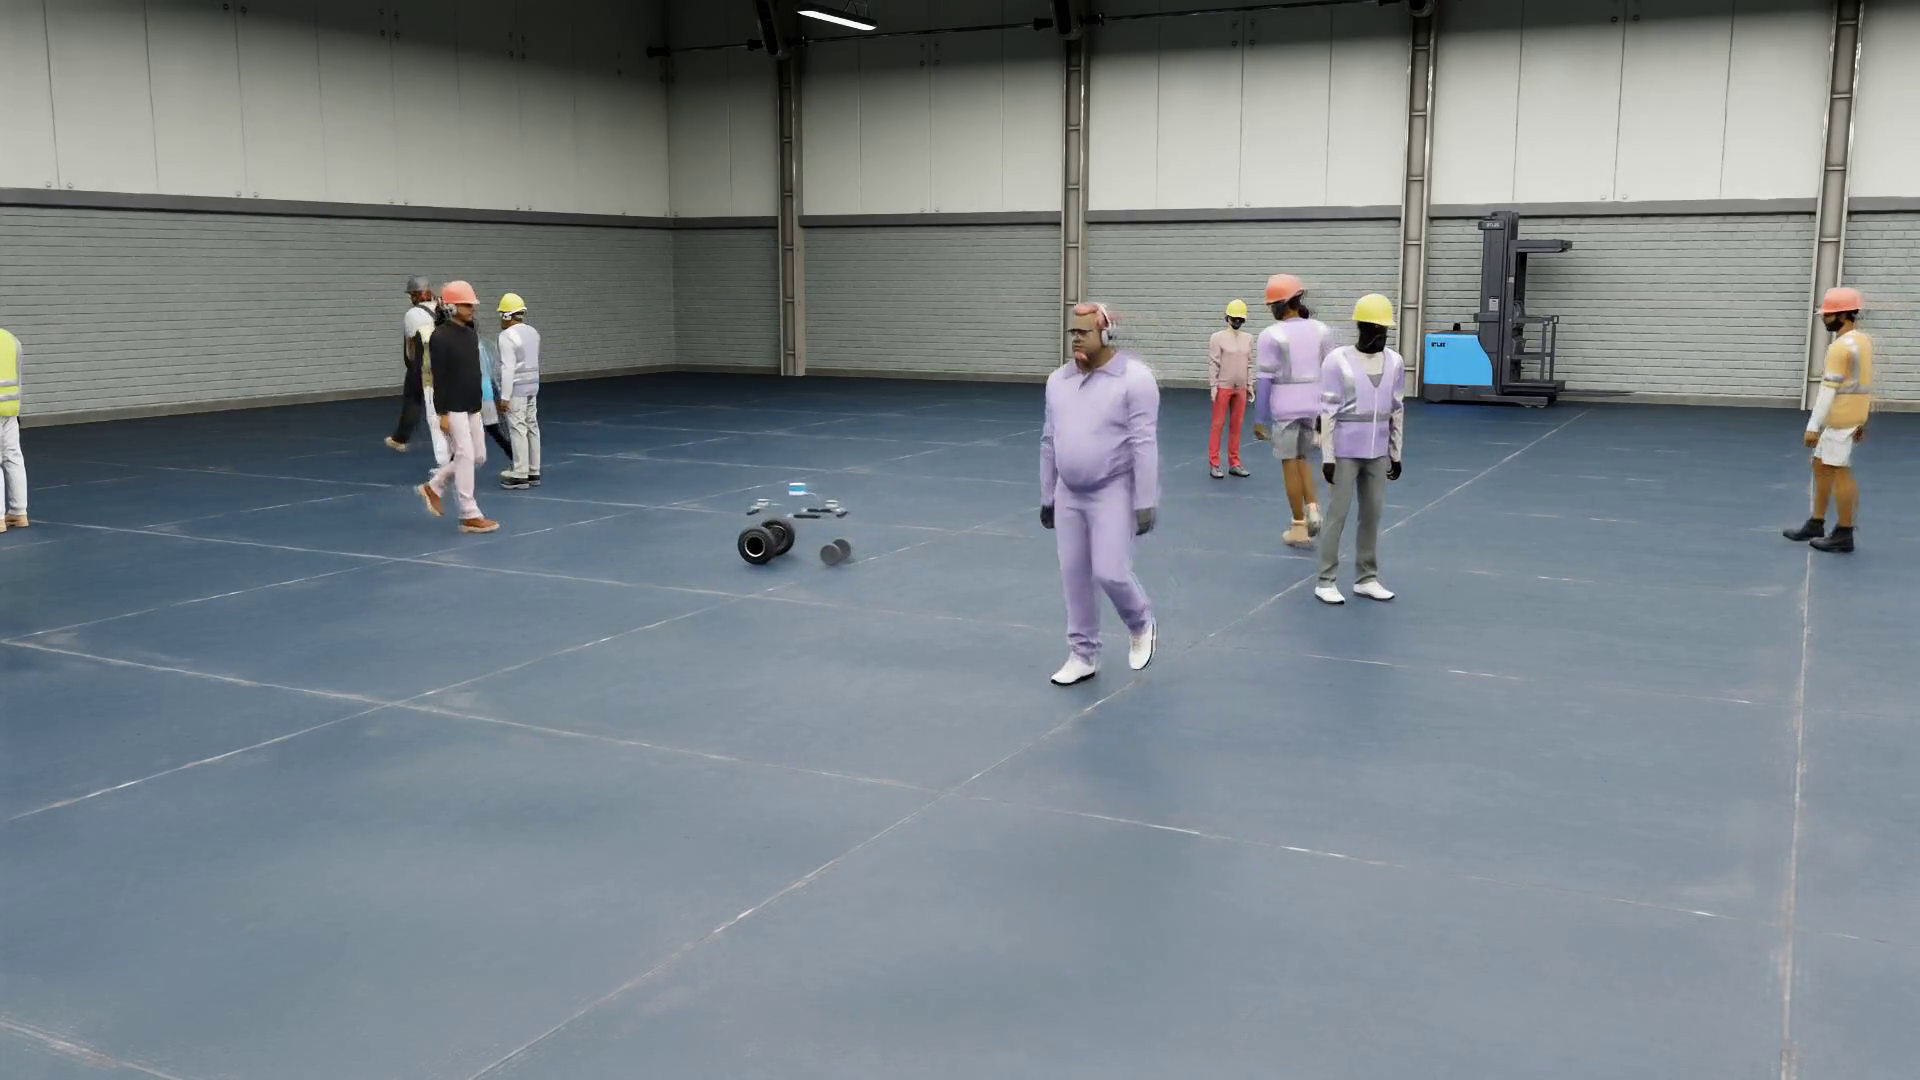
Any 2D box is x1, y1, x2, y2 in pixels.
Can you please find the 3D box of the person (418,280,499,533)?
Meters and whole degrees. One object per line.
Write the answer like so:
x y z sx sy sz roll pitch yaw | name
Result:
-4.006 -1.058 13.144 0.686 1.974 0.619 2 10 15 | person

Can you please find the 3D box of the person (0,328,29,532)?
-7.674 -0.987 13.132 0.430 1.841 0.624 2 9 9 | person

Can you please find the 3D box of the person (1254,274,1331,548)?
2.472 -0.957 12.382 0.649 2.019 0.462 -4 10 -23 | person

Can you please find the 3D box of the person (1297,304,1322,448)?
4.030 -1.899 19.261 0.564 1.657 0.548 -2 9 -11 | person

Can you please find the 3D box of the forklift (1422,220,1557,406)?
8.245 -3.527 25.720 1.873 2.768 1.129 5 10 27 | forklift

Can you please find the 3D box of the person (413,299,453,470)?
-5.125 -1.528 16.683 0.638 1.770 1.011 -5 10 -26 | person

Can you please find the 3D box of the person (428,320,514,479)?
-4.727 -1.400 16.285 0.910 1.636 0.548 -3 10 -17 | person

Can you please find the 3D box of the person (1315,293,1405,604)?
2.496 -0.558 10.275 0.603 1.913 0.422 -4 10 -22 | person

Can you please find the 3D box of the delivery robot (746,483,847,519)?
-1.160 -0.290 11.802 0.698 0.223 0.335 2 9 13 | delivery robot

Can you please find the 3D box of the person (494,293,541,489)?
-4.198 -1.410 15.751 0.404 1.834 0.591 3 10 15 | person

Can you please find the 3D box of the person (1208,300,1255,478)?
2.711 -1.503 16.558 0.523 1.760 0.327 -5 10 -27 | person

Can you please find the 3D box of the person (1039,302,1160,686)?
0.684 -0.224 8.255 0.662 1.897 0.486 7 12 39 | person

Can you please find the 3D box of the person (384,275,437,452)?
-6.053 -1.975 18.730 0.983 2.000 0.704 5 11 29 | person

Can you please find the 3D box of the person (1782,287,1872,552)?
6.338 -0.887 12.236 0.653 1.920 0.578 9 13 43 | person
